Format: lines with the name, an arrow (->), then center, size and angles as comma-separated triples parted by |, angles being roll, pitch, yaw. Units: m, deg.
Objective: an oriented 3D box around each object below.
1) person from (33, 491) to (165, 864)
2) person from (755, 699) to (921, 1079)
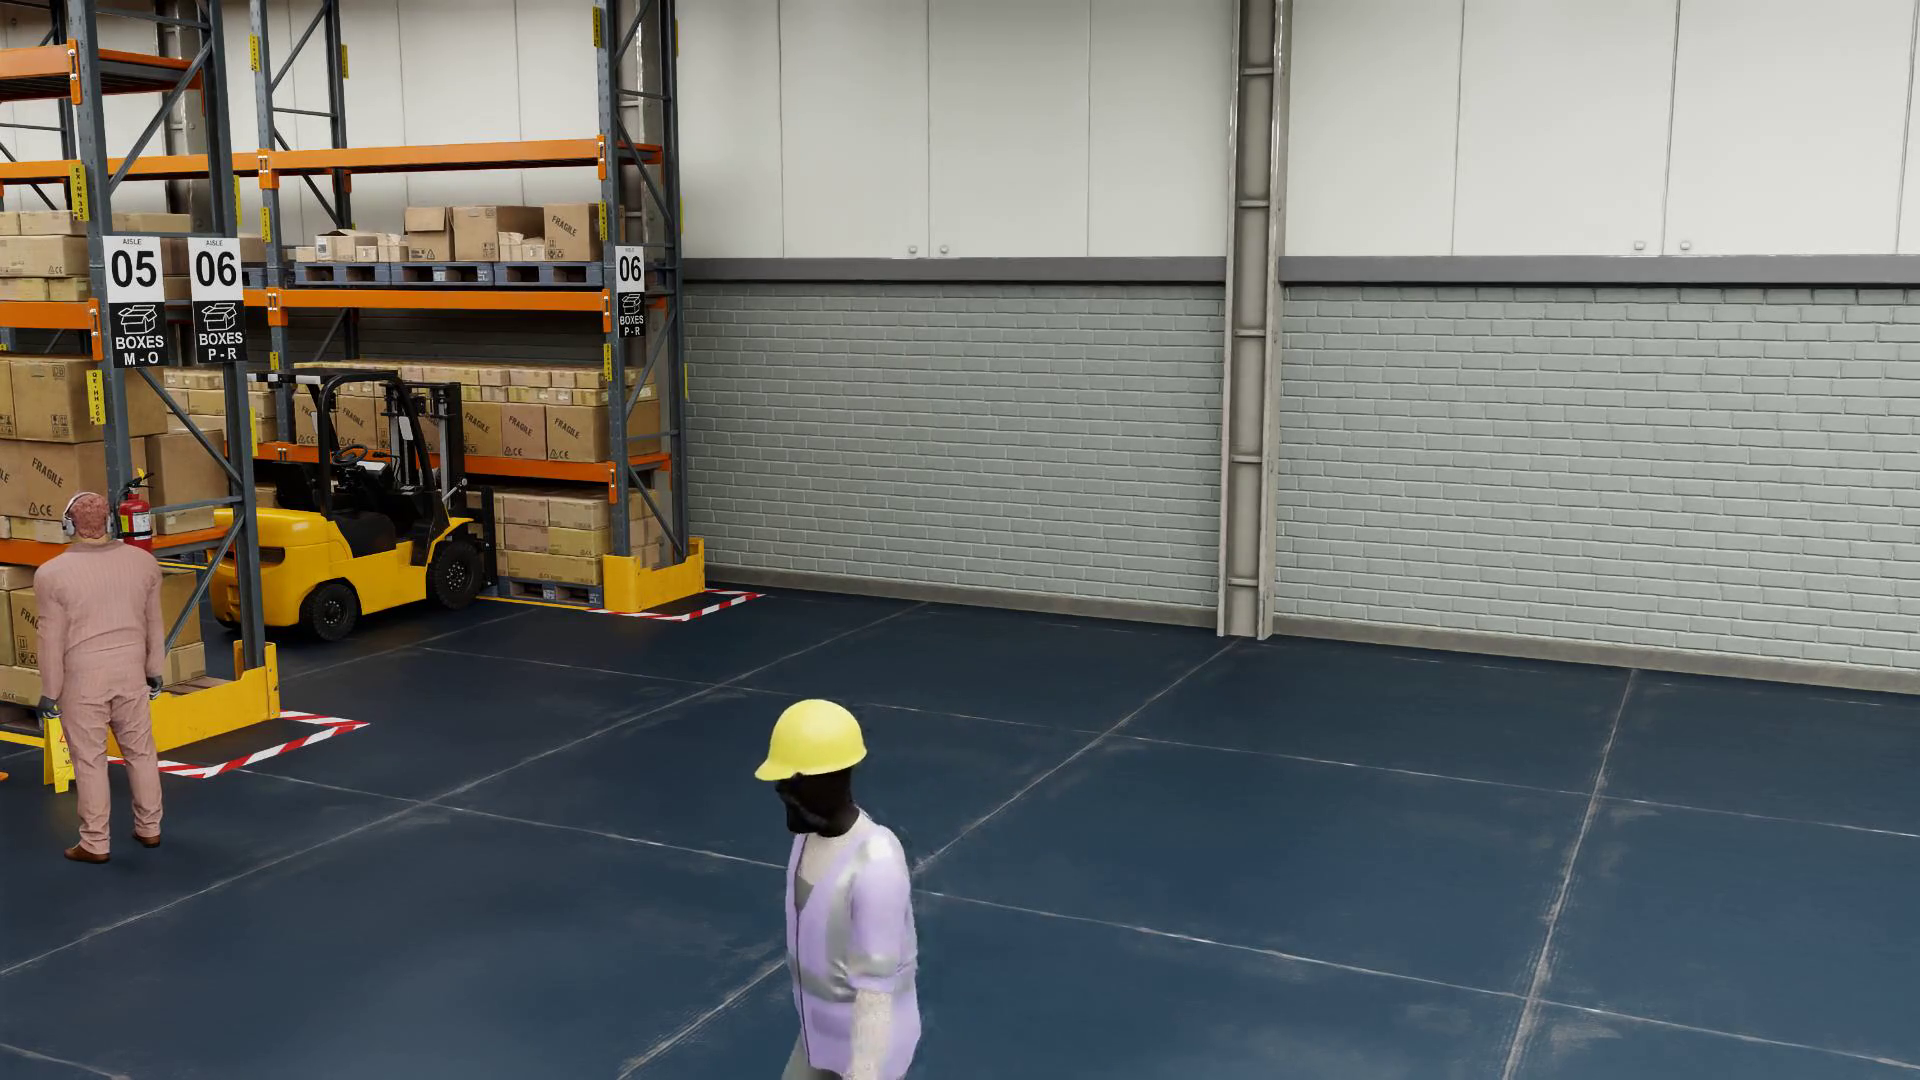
person -> -4.422, 0.699, 8.549 | 0.407, 1.906, 0.655 | 6, 11, 34
person -> -0.323, 1.360, 4.487 | 0.438, 1.910, 0.597 | -5, 11, -29
